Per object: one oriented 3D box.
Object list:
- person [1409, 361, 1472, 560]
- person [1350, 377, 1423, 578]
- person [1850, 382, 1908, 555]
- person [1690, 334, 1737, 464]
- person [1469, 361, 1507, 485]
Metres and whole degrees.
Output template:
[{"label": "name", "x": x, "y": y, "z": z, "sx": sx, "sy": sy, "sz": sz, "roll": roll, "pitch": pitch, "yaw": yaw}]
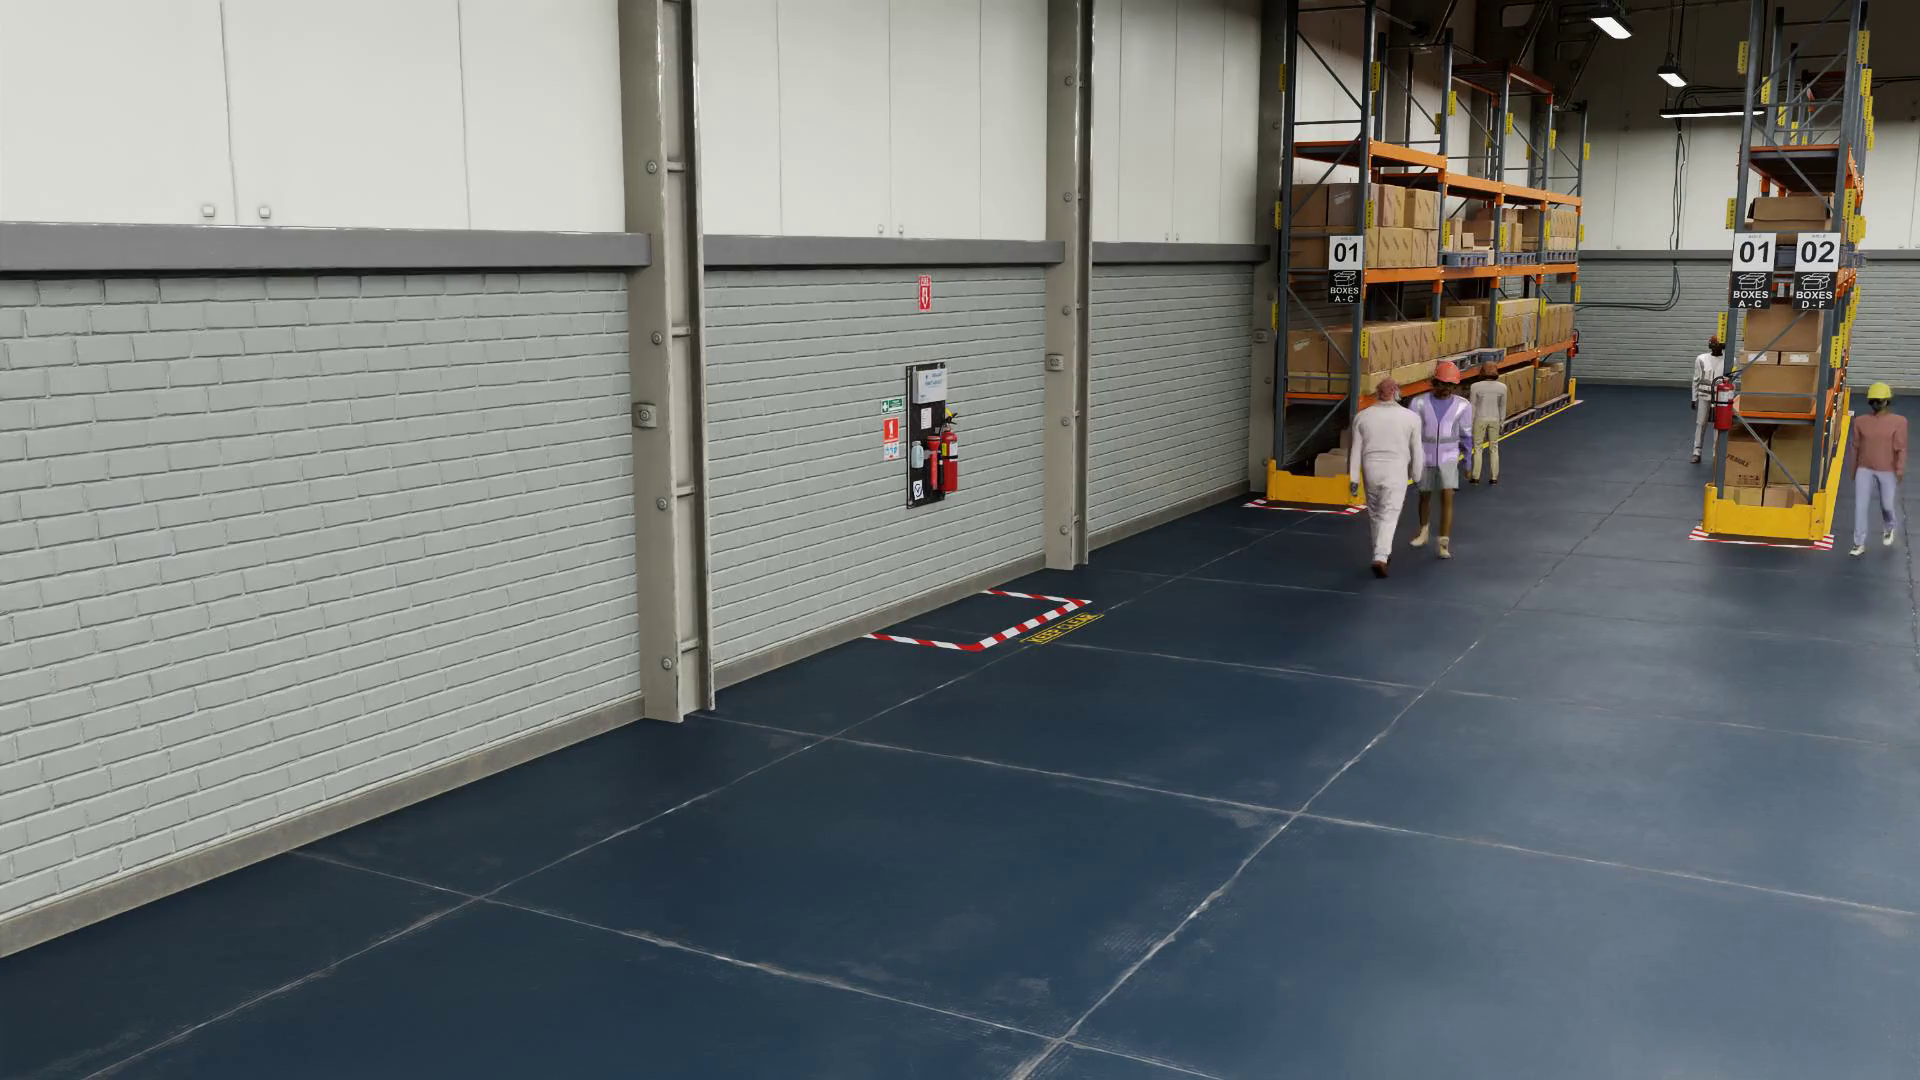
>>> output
[{"label": "person", "x": 4.830, "y": -0.833, "z": 16.788, "sx": 0.643, "sy": 1.976, "sz": 0.981, "roll": 3, "pitch": 10, "yaw": 18}, {"label": "person", "x": 4.005, "y": -0.600, "z": 15.709, "sx": 0.649, "sy": 1.858, "sz": 1.013, "roll": 5, "pitch": 11, "yaw": 27}, {"label": "person", "x": 9.258, "y": -0.730, "z": 16.763, "sx": 0.523, "sy": 1.748, "sz": 0.691, "roll": 8, "pitch": 13, "yaw": 41}, {"label": "person", "x": 10.858, "y": -2.033, "z": 23.991, "sx": 0.573, "sy": 1.887, "sz": 0.354, "roll": 5, "pitch": 11, "yaw": 29}, {"label": "person", "x": 6.914, "y": -1.533, "z": 21.838, "sx": 0.493, "sy": 1.624, "sz": 0.280, "roll": -1, "pitch": 10, "yaw": -3}]
